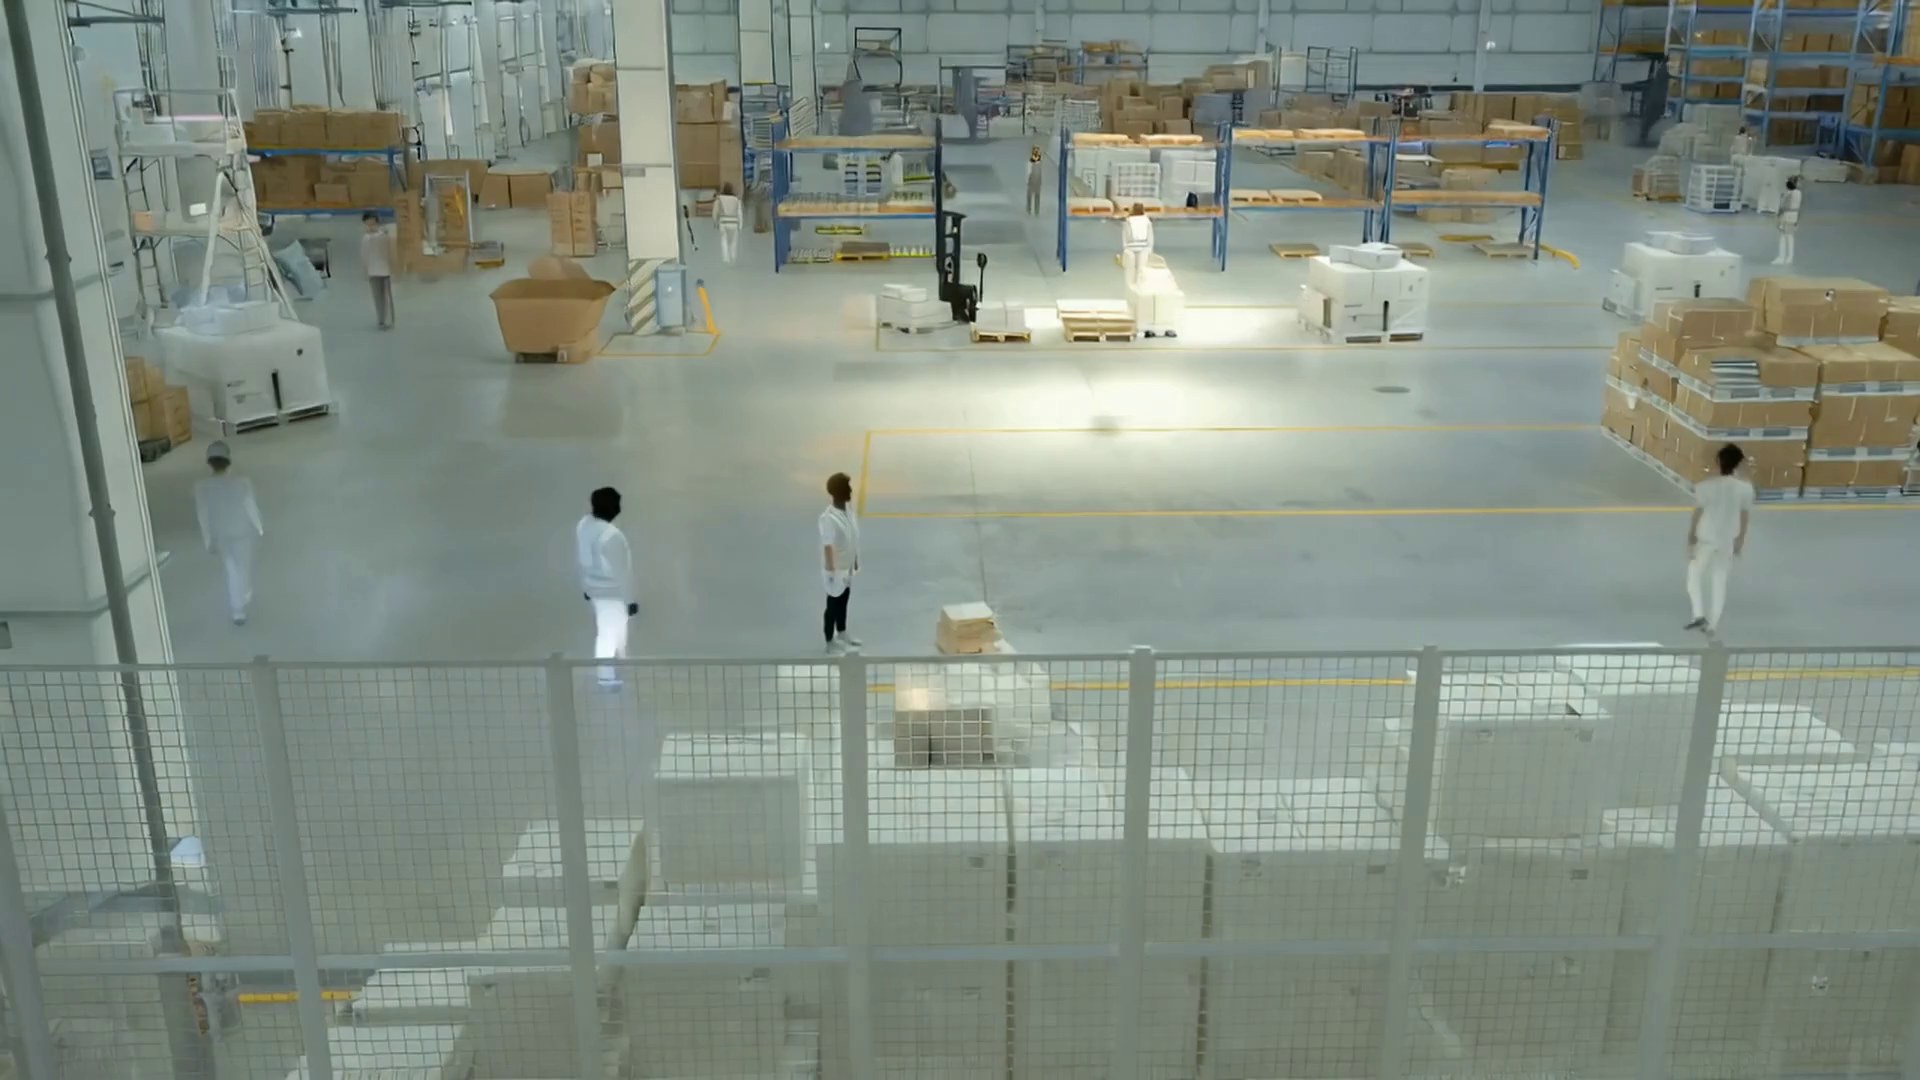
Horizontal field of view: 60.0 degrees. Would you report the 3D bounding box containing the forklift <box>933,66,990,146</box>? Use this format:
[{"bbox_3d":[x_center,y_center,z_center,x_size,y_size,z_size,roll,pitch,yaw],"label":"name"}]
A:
[{"bbox_3d":[0.030,-16.139,61.749,1.873,2.768,1.129,-10,21,-28],"label":"forklift"}]

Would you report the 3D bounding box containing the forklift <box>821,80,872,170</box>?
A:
[{"bbox_3d":[-3.431,-13.266,53.226,1.873,2.768,1.129,8,20,21],"label":"forklift"}]

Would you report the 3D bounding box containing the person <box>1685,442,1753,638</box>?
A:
[{"bbox_3d":[7.011,0.011,15.422,0.538,1.858,0.387,2,19,7],"label":"person"}]

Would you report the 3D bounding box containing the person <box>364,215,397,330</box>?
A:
[{"bbox_3d":[-10.172,-4.675,29.104,0.382,1.995,0.612,7,20,19],"label":"person"}]

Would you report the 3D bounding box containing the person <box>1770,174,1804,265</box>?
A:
[{"bbox_3d":[17.821,-6.901,35.822,0.539,1.929,0.399,-6,20,-18],"label":"person"}]

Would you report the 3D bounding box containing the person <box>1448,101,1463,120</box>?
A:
[{"bbox_3d":[17.007,-14.204,57.532,0.614,1.889,0.802,-6,20,-17],"label":"person"}]

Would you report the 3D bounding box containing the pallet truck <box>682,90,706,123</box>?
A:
[{"bbox_3d":[-9.671,-15.907,62.421,0.823,1.965,1.885,5,19,15],"label":"pallet truck"}]

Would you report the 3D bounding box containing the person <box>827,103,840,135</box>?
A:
[{"bbox_3d":[-4.602,-15.082,60.558,0.523,1.615,0.652,-7,20,-20],"label":"person"}]

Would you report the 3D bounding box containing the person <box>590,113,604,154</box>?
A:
[{"bbox_3d":[-12.647,-14.330,57.850,0.569,1.924,0.496,7,20,19],"label":"person"}]

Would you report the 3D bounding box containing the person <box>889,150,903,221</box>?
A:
[{"bbox_3d":[-1.636,-9.109,42.349,0.369,1.936,0.630,6,20,17],"label":"person"}]

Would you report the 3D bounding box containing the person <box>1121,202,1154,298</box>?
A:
[{"bbox_3d":[3.404,-5.576,32.037,0.624,1.835,0.431,-1,19,-2],"label":"person"}]

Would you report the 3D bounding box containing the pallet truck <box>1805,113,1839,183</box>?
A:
[{"bbox_3d":[26.403,-11.957,50.702,0.823,1.965,1.885,6,19,16],"label":"pallet truck"}]

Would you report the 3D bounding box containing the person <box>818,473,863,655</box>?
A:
[{"bbox_3d":[-1.082,0.210,15.072,0.318,1.697,0.533,8,20,21],"label":"person"}]

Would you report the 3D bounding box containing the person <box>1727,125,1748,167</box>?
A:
[{"bbox_3d":[23.815,-11.895,51.021,0.557,1.656,0.819,5,19,13],"label":"person"}]

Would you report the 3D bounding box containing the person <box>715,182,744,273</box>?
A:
[{"bbox_3d":[-4.836,-6.560,34.917,0.601,1.857,0.881,-3,19,-8],"label":"person"}]

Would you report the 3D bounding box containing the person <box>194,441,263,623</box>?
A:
[{"bbox_3d":[-7.009,-0.096,15.952,0.522,1.720,0.945,-2,19,-5],"label":"person"}]

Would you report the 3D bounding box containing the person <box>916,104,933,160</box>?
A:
[{"bbox_3d":[-1.241,-13.713,56.065,0.655,1.903,0.911,-7,20,-19],"label":"person"}]

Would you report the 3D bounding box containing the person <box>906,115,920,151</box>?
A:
[{"bbox_3d":[-1.494,-12.755,53.462,0.492,1.742,0.315,-6,19,-16],"label":"person"}]

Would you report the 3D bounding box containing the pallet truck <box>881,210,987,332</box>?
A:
[{"bbox_3d":[-0.493,-4.759,29.349,1.885,1.965,0.823,-13,23,-34],"label":"pallet truck"}]

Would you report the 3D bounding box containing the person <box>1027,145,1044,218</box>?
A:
[{"bbox_3d":[1.932,-9.228,42.841,0.508,1.844,0.332,-13,23,-34],"label":"person"}]

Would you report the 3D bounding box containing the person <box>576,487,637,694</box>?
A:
[{"bbox_3d":[-2.942,0.420,14.248,0.595,1.824,0.661,-13,22,-33],"label":"person"}]

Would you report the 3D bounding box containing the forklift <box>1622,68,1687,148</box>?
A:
[{"bbox_3d":[25.298,-15.627,60.231,1.873,2.768,1.129,15,24,37],"label":"forklift"}]

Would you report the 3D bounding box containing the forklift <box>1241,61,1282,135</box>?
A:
[{"bbox_3d":[11.818,-17.491,65.758,1.873,2.768,1.129,-6,20,-17],"label":"forklift"}]
